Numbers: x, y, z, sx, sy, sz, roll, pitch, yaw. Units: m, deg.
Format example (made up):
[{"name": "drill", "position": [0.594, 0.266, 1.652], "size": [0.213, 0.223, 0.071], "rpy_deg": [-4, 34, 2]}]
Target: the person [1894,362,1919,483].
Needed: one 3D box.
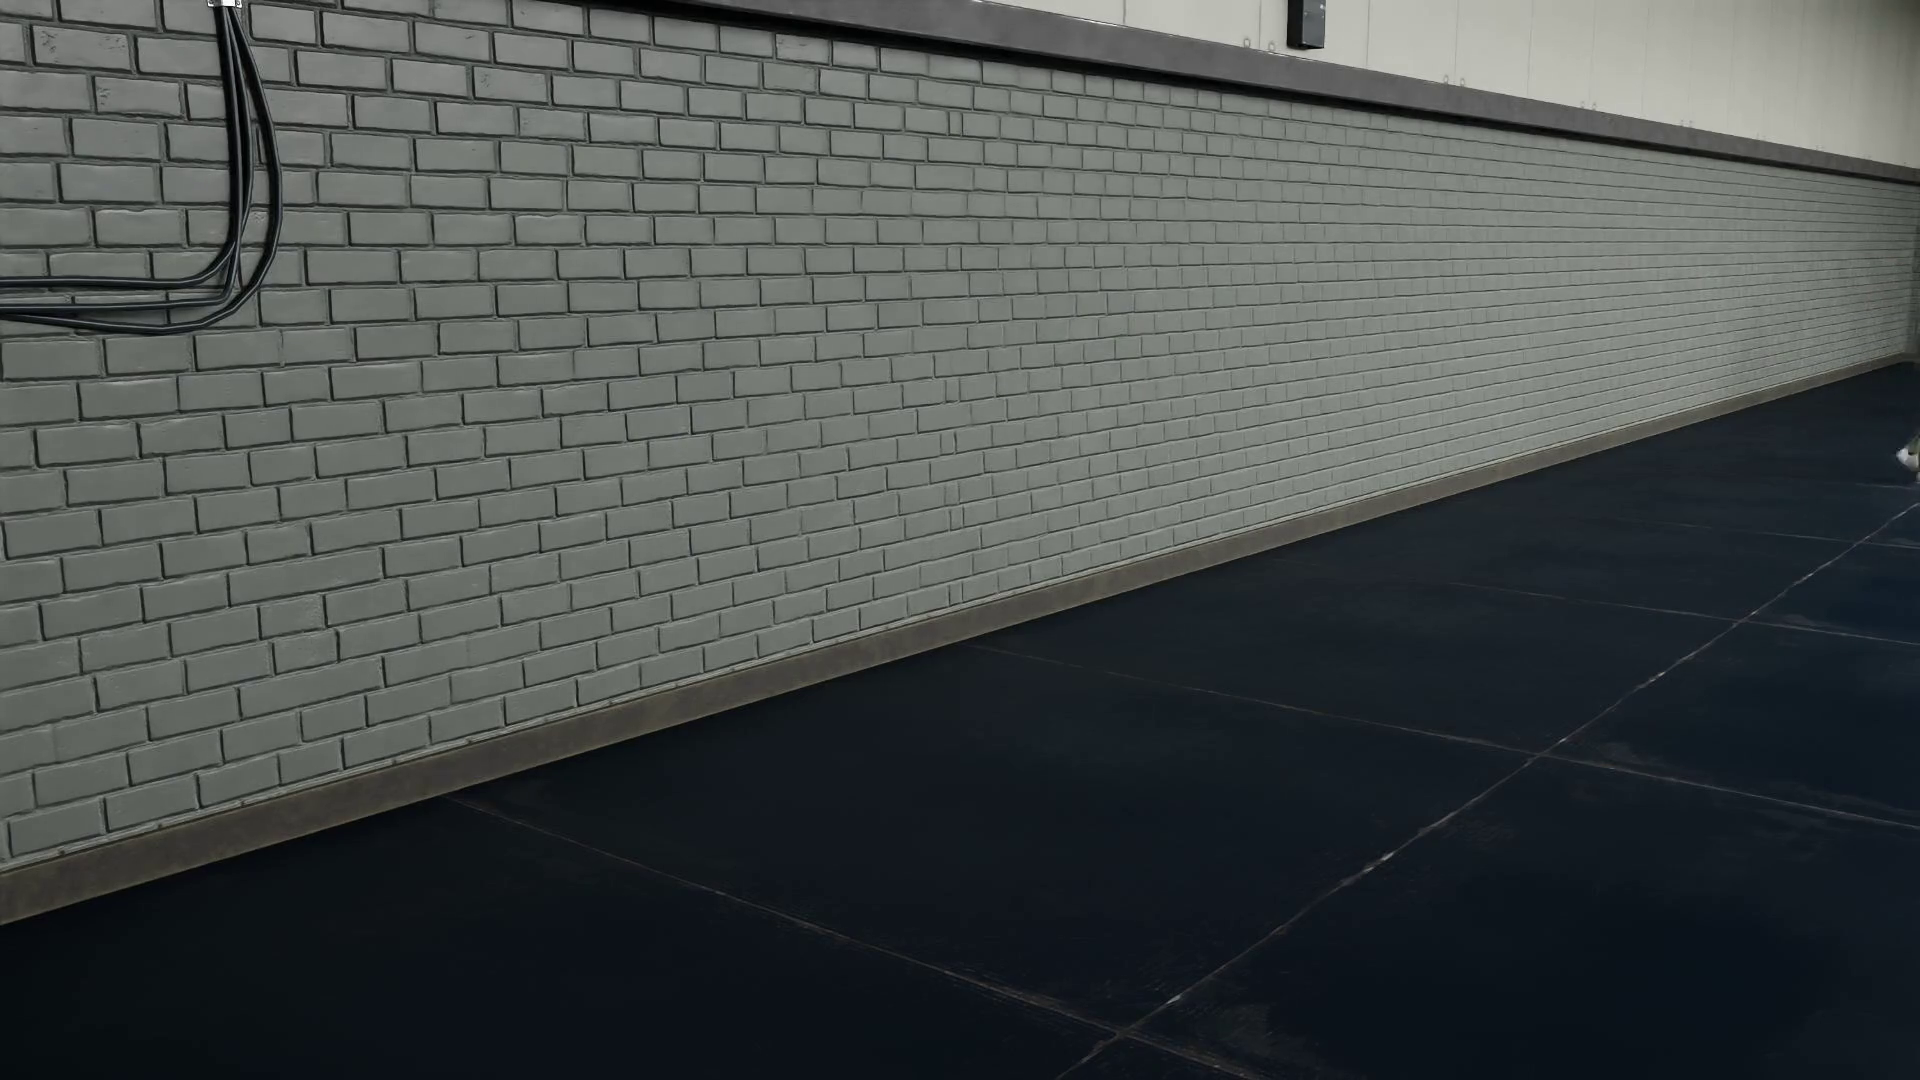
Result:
[{"name": "person", "position": [8.086, -1.380, 13.679], "size": [0.402, 1.851, 0.558], "rpy_deg": [5, 11, 26]}]
